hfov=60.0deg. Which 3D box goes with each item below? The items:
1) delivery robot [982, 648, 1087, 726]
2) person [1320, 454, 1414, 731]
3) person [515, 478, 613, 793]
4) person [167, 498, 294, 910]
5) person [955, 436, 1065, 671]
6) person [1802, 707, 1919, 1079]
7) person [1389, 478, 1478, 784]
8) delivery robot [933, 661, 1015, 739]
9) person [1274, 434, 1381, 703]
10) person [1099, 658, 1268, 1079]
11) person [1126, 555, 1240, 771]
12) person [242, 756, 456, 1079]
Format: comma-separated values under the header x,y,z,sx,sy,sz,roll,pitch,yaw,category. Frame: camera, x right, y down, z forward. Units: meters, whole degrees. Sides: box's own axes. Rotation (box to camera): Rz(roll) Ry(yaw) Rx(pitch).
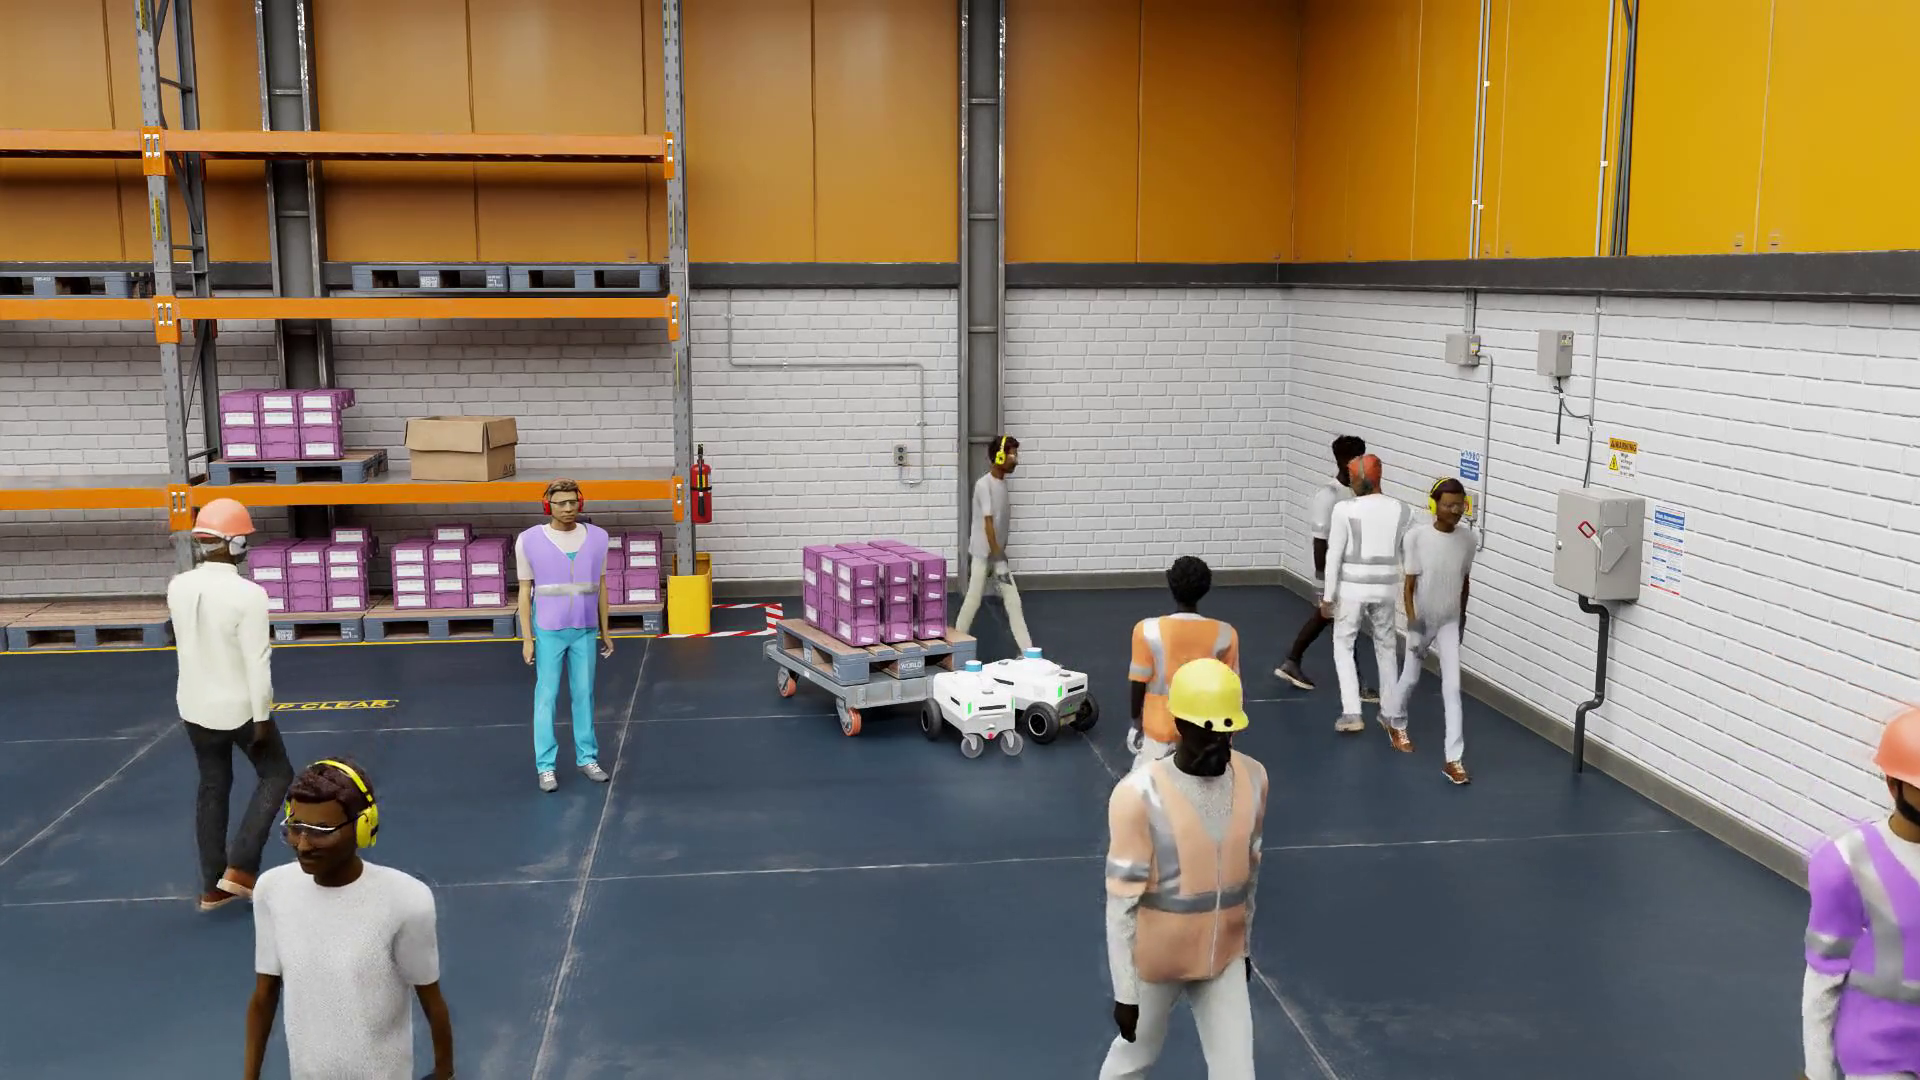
x,y,z,sx,sy,sz,roll,pitch,yaw,category
0.486,0.955,10.992,0.707,0.478,0.477,8,12,40,delivery robot
2.704,0.363,10.936,0.667,1.868,0.423,-1,9,-7,person
-2.332,0.542,9.842,0.565,1.846,0.390,-6,11,-34,person
-3.477,0.786,7.927,0.620,1.978,0.438,3,10,18,person
0.324,0.144,12.406,0.970,1.812,0.550,5,10,28,person
2.540,1.358,4.547,0.544,1.914,0.870,-1,9,-9,person
2.911,0.504,10.206,0.482,1.826,0.992,-1,9,-5,person
0.086,1.015,10.617,0.477,0.478,0.707,-3,10,-19,delivery robot
2.631,0.187,11.874,0.820,1.911,0.738,7,12,38,person
0.703,1.272,5.217,0.612,1.878,1.012,-5,10,-26,person
1.080,0.915,7.998,0.550,1.683,0.474,0,9,-2,person
-1.577,1.431,4.410,0.509,1.822,0.964,3,9,16,person
